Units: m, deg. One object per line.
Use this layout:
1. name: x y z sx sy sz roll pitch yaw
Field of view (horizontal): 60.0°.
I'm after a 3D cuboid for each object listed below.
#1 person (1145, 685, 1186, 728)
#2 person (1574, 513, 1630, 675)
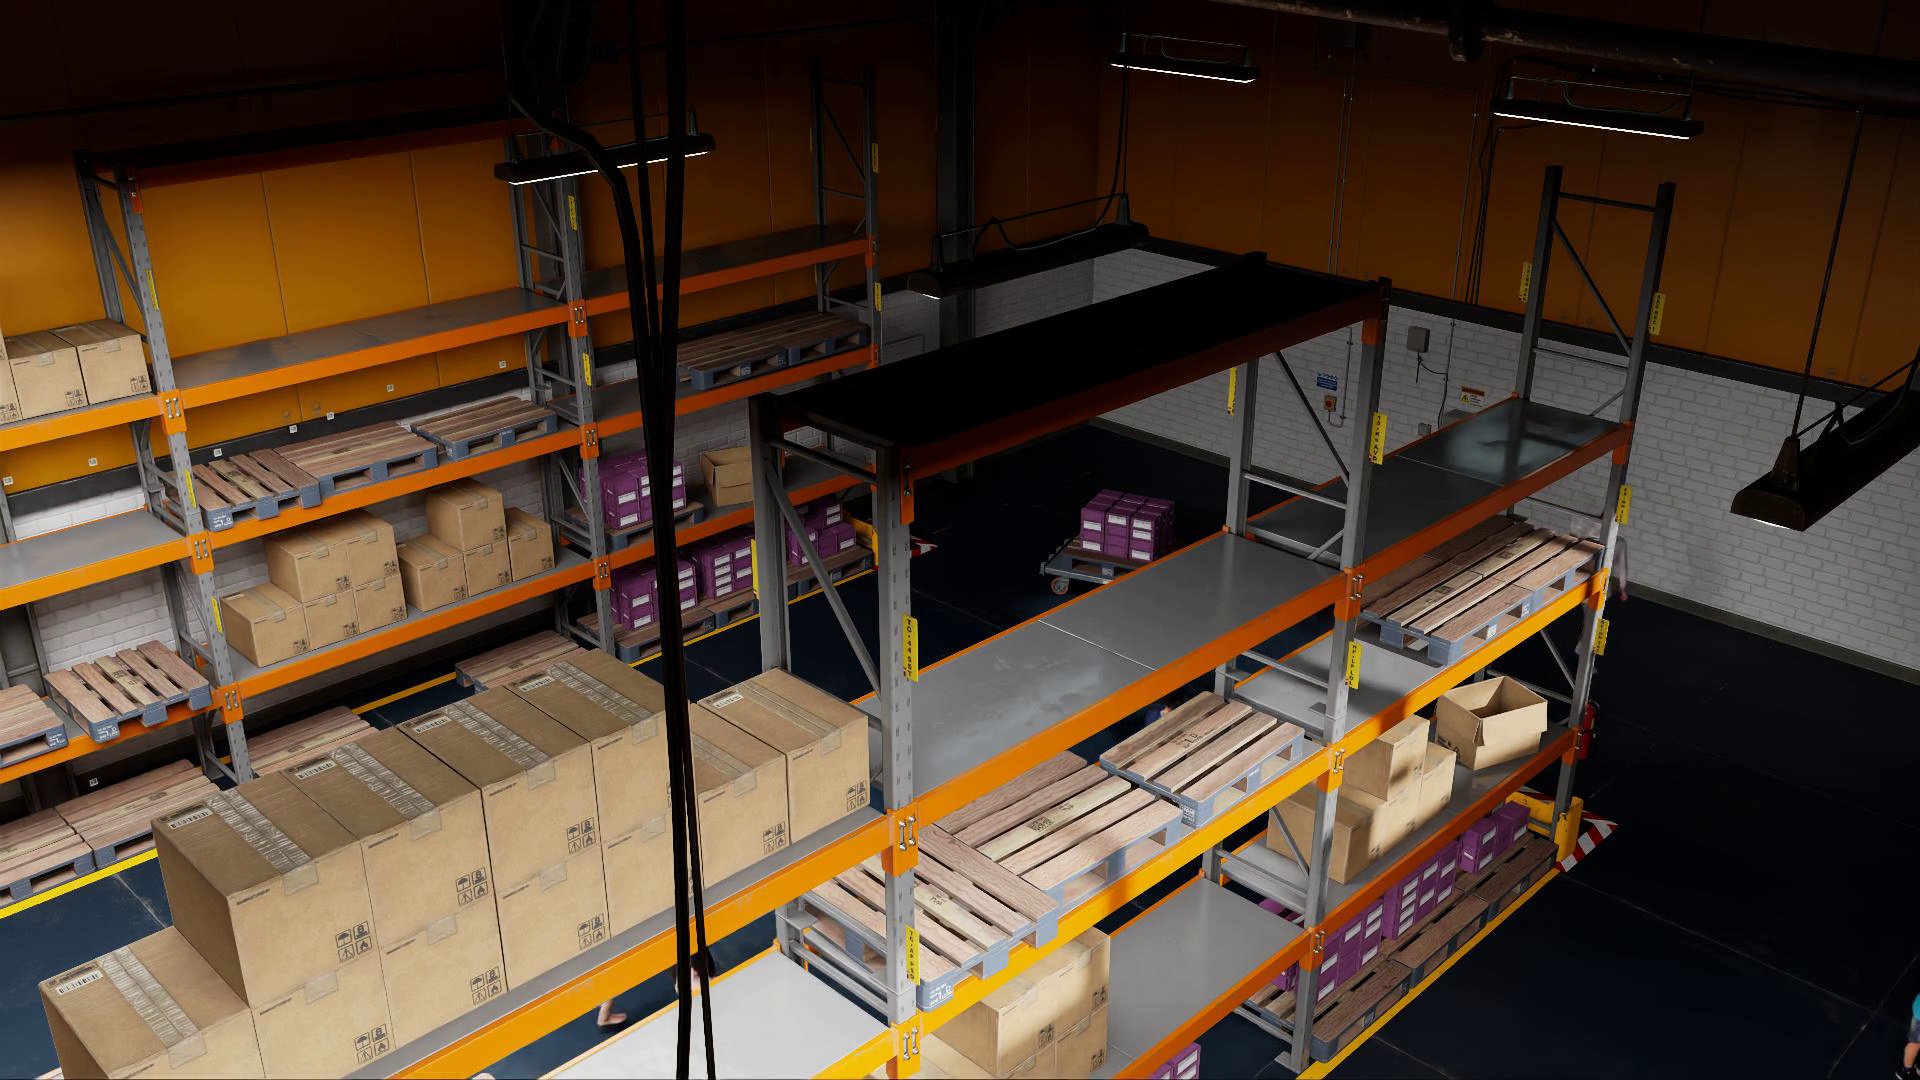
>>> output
1. person: 1.702 2.085 14.323 0.883 1.827 0.688 -17 29 -34
2. person: 6.849 0.481 18.012 0.967 1.811 0.975 -6 24 -13
